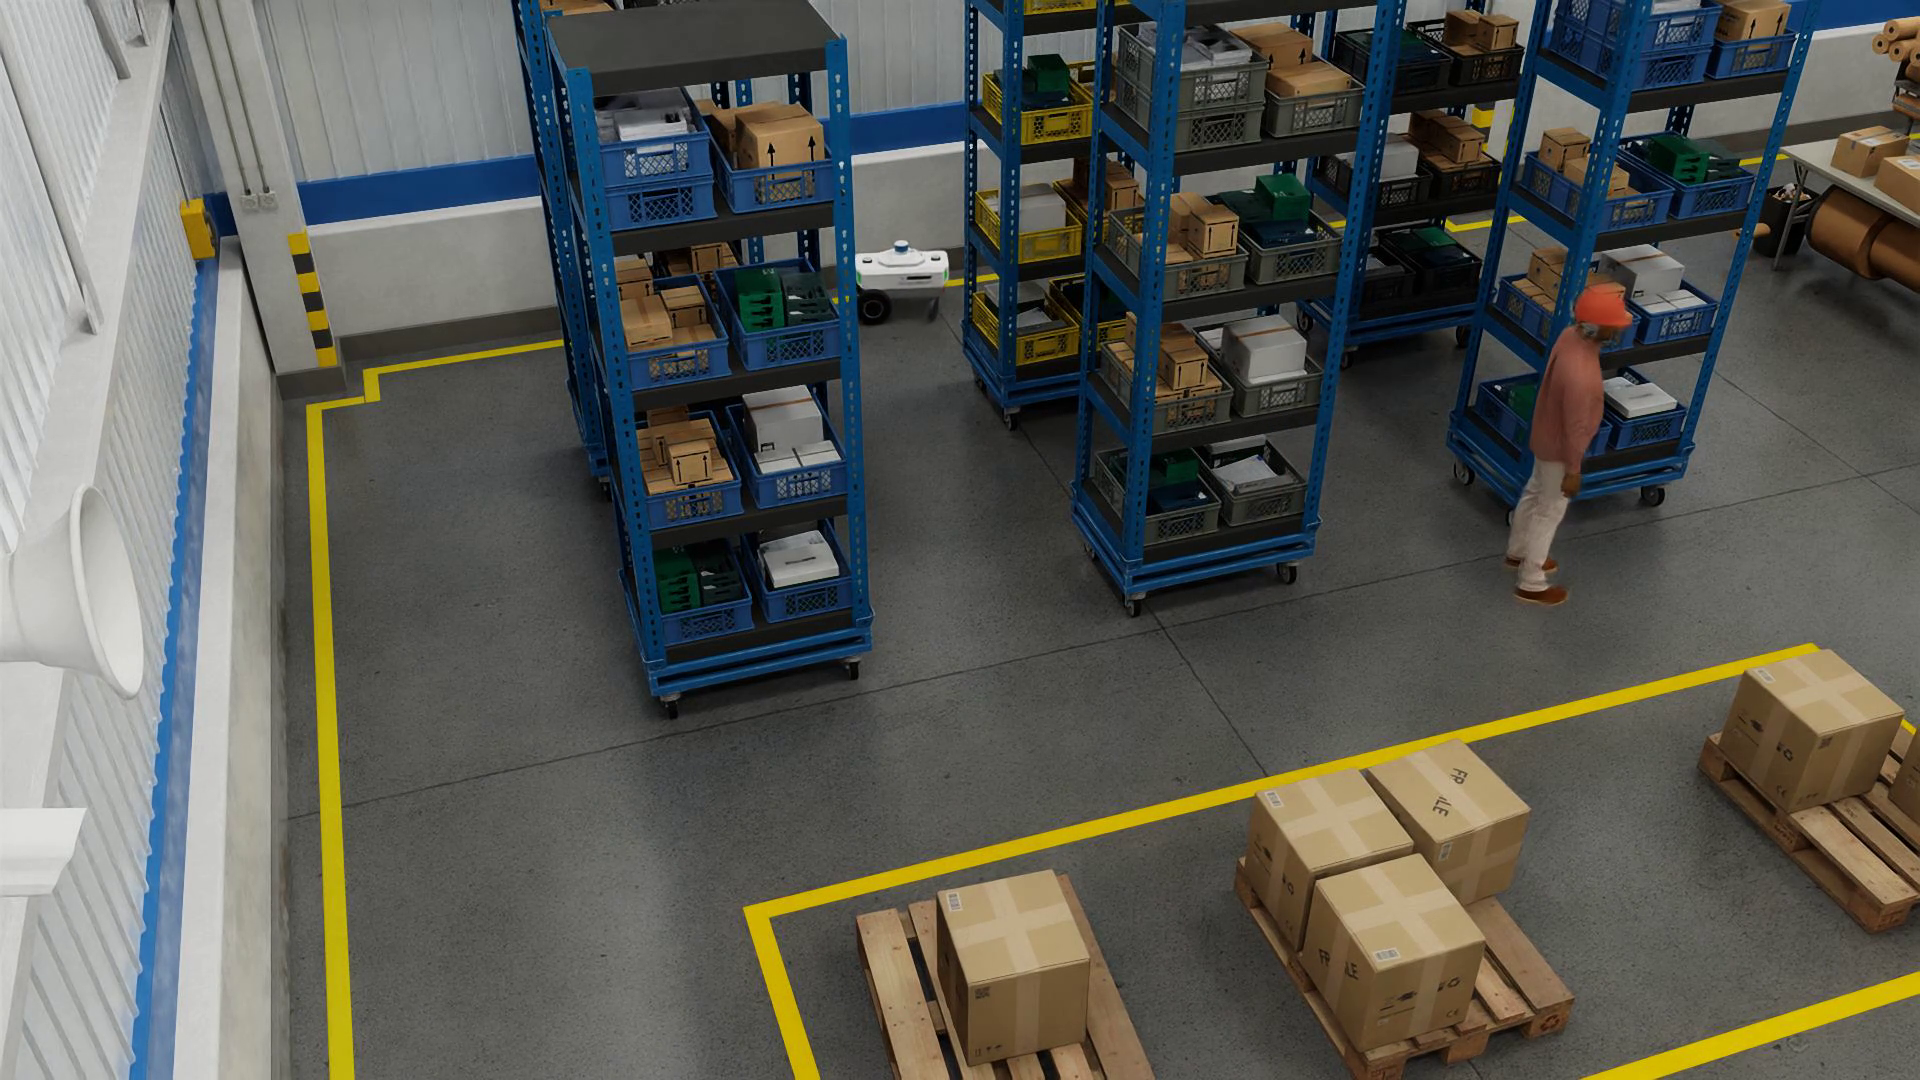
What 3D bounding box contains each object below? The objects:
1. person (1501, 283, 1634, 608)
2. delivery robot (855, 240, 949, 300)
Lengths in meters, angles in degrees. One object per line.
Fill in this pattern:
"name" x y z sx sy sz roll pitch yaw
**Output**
"person" 3.383 -0.541 9.318 0.387 1.992 0.618 5 36 7
"delivery robot" -0.439 -2.028 12.584 0.707 0.478 0.477 -3 35 -4
